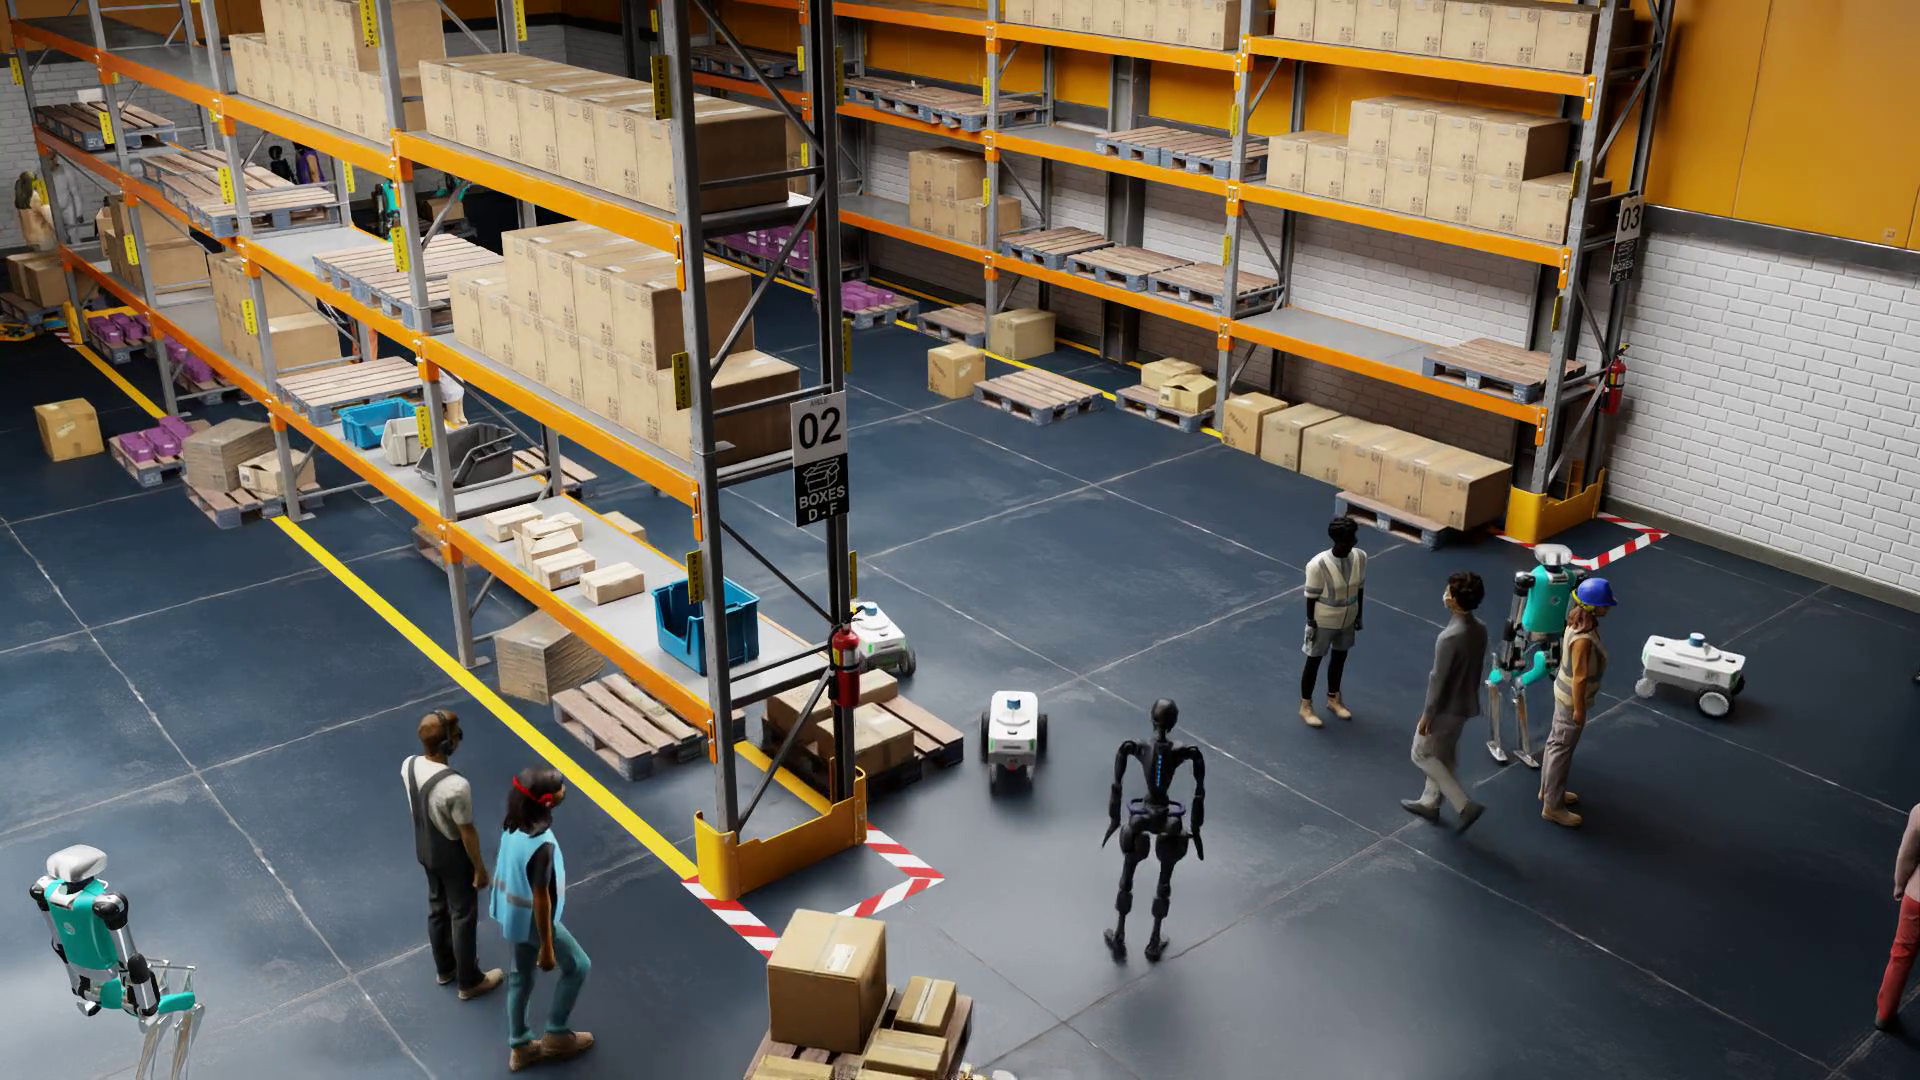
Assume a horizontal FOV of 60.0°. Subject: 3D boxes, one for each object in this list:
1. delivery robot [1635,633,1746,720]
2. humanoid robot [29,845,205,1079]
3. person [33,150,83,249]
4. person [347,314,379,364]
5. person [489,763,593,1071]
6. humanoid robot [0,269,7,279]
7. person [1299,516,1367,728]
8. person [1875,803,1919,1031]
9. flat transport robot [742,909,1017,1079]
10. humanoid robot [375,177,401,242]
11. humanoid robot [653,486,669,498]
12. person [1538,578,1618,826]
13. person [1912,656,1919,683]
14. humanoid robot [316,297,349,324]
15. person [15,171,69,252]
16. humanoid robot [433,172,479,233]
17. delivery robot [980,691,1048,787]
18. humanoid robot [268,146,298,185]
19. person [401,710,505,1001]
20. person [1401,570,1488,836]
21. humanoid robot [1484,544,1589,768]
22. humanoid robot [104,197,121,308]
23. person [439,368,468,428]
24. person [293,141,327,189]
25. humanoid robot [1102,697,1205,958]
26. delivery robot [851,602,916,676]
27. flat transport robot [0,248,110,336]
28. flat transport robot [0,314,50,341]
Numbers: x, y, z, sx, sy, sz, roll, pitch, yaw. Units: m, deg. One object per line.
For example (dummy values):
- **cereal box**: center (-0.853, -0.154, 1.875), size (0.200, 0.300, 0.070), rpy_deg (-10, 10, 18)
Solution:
- **delivery robot**: center (5.706, 1.024, 12.929), size (0.805, 0.609, 0.499), rpy_deg (14, 27, 30)
- **humanoid robot**: center (-4.212, 2.192, 8.547), size (0.533, 1.677, 0.735), rpy_deg (8, 25, 18)
- **person**: center (-13.494, -4.878, 24.896), size (0.675, 1.886, 0.643), rpy_deg (-4, 24, -9)
- **person**: center (-7.161, -2.678, 19.970), size (0.498, 1.759, 0.344), rpy_deg (11, 26, 23)
- **person**: center (-2.247, 2.032, 8.947), size (0.549, 1.844, 0.608), rpy_deg (-17, 28, -34)
- **humanoid robot**: center (-14.694, -4.665, 24.738), size (0.741, 1.646, 0.611), rpy_deg (-4, 24, -9)
- **person**: center (2.796, 0.595, 12.467), size (0.533, 1.693, 0.320), rpy_deg (-10, 25, -23)
- **person**: center (5.402, 1.992, 9.146), size (0.326, 1.765, 0.524), rpy_deg (-18, 29, -36)
- **flat transport robot**: center (-0.449, 2.983, 8.736), size (1.431, 0.231, 0.659), rpy_deg (5, 24, 12)
- **humanoid robot**: center (-8.053, -4.391, 23.960), size (0.567, 1.773, 0.688), rpy_deg (-12, 26, -25)
- **humanoid robot**: center (-2.835, -1.134, 16.556), size (0.596, 1.636, 0.771), rpy_deg (-17, 28, -34)
- **person**: center (4.177, 1.070, 11.261), size (0.310, 1.778, 0.471), rpy_deg (7, 24, 15)
- **person**: center (7.814, 0.263, 12.951), size (0.549, 1.924, 0.387), rpy_deg (14, 27, 28)
- **humanoid robot**: center (-8.808, -3.838, 22.720), size (0.970, 1.766, 0.556), rpy_deg (10, 25, 22)
- **person**: center (-13.018, -4.308, 23.619), size (0.566, 1.859, 0.531), rpy_deg (14, 27, 29)
- **humanoid robot**: center (-8.500, -5.950, 27.626), size (1.006, 1.774, 0.530), rpy_deg (13, 27, 27)
- **delivery robot**: center (0.388, 1.394, 12.062), size (0.499, 0.602, 0.795), rpy_deg (1, 23, 3)
- **humanoid robot**: center (-10.747, -5.491, 26.609), size (0.603, 1.636, 0.583), rpy_deg (15, 28, 31)
- **person**: center (-2.909, 1.802, 9.498), size (0.509, 1.837, 0.355), rpy_deg (15, 27, 31)
- **person**: center (3.280, 1.096, 11.068), size (0.558, 1.884, 0.547), rpy_deg (-20, 31, -39)
- **humanoid robot**: center (4.044, 0.765, 11.947), size (0.548, 1.749, 0.680), rpy_deg (-3, 24, -8)
- **humanoid robot**: center (-11.595, -3.954, 23.035), size (0.607, 1.642, 0.604), rpy_deg (-9, 25, -20)
- **person**: center (-5.353, -1.544, 17.347), size (0.339, 1.747, 0.569), rpy_deg (0, 23, -1)
- **person**: center (-10.387, -5.638, 26.621), size (0.448, 1.920, 0.552), rpy_deg (-18, 29, -36)
- **humanoid robot**: center (1.156, 1.711, 9.913), size (0.608, 1.630, 0.404), rpy_deg (2, 23, 6)
- **delivery robot**: center (-0.700, 0.814, 13.417), size (0.499, 0.610, 0.788), rpy_deg (-10, 25, -23)
- **flat transport robot**: center (-12.294, -3.011, 22.615), size (1.431, 0.231, 0.659), rpy_deg (-21, 31, -40)
- **flat transport robot**: center (-12.559, -2.969, 22.519), size (0.659, 0.231, 1.431), rpy_deg (4, 24, 8)
